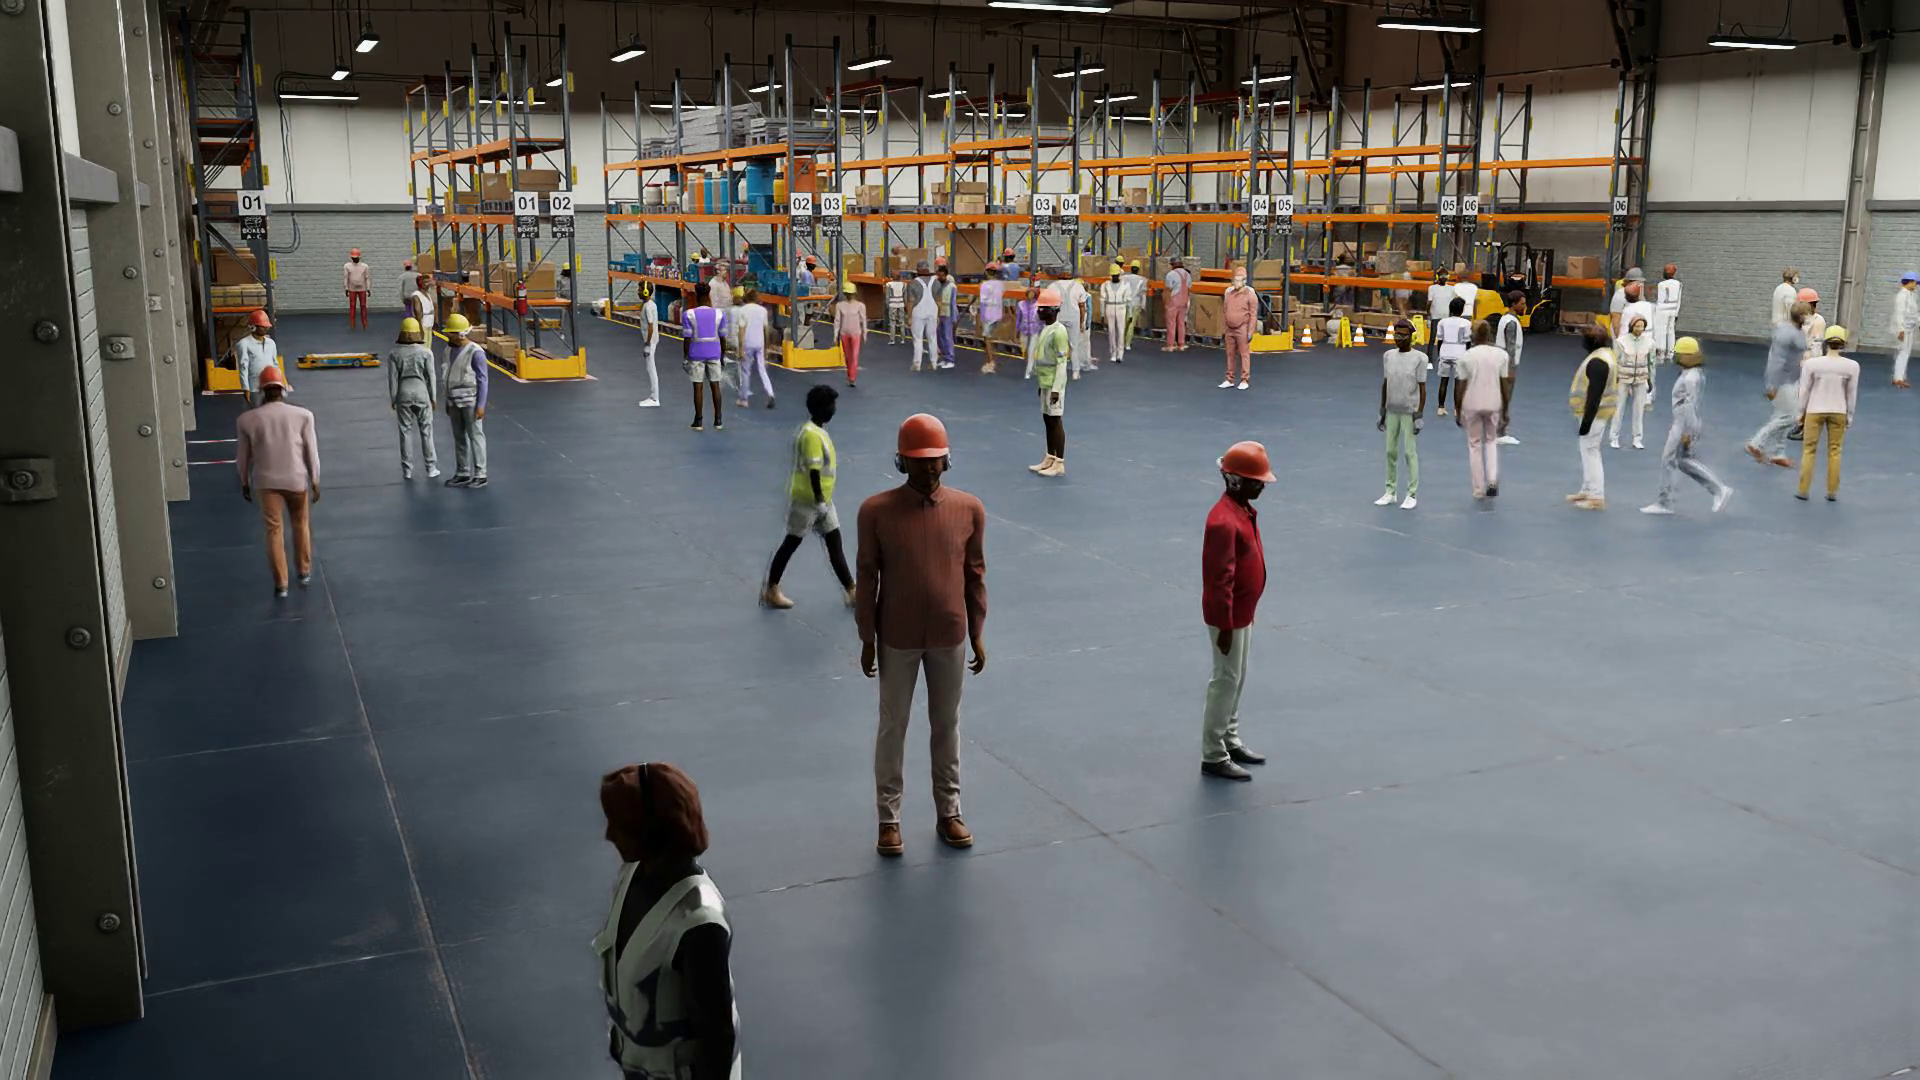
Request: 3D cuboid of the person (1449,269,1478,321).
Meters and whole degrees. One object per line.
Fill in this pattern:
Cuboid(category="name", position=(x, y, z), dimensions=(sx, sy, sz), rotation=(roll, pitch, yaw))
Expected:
Cuboid(category="person", position=(9.765, -4.354, 32.258), dimensions=(0.578, 1.811, 0.934), rotation=(-3, 12, -17))

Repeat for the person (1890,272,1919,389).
Cuboid(category="person", position=(15.611, -3.444, 27.411), dimensions=(0.560, 1.903, 0.698), rotation=(10, 15, 42))

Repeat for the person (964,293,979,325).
Cuboid(category="person", position=(0.371, -6.442, 42.788), dimensions=(0.534, 1.843, 0.502), rotation=(-1, 11, -6))

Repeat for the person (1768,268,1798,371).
Cuboid(category="person", position=(14.121, -3.683, 28.508), dimensions=(0.375, 1.940, 0.627), rotation=(1, 11, 5))

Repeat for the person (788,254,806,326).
Cuboid(category="person", position=(-3.901, -5.831, 39.507), dimensions=(0.401, 1.907, 0.648), rotation=(-11, 15, -43))

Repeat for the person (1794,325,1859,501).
Cuboid(category="person", position=(8.676, -1.268, 16.680), dimensions=(0.527, 1.766, 0.330), rotation=(3, 12, 17))

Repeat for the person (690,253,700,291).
Cuboid(category="person", position=(-7.438, -7.191, 46.805), dimensions=(0.335, 1.757, 0.518), rotation=(6, 13, 27))

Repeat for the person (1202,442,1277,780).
Cuboid(category="person", position=(1.419, 0.356, 8.498), dimensions=(0.353, 1.737, 0.575), rotation=(4, 12, 19))

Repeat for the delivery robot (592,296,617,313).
Cuboid(category="delivery robot", position=(-9.986, -6.620, 46.723), dimensions=(0.477, 0.478, 0.707), rotation=(7, 13, 32))

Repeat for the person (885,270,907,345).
Cuboid(category="person", position=(-1.393, -5.084, 36.392), dimensions=(0.522, 1.640, 0.306), rotation=(-5, 12, -24))

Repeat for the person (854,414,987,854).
Cuboid(category="person", position=(-0.169, 0.421, 7.511), dimensions=(0.612, 1.995, 0.379), rotation=(-3, 12, -16))

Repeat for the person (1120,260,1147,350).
Cuboid(category="person", position=(3.652, -4.965, 35.211), dimensions=(0.614, 1.872, 0.871), rotation=(3, 12, 16))

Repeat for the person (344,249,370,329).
Cuboid(category="person", position=(-14.962, -6.223, 41.298), dimensions=(0.611, 1.985, 0.393), rotation=(-5, 12, -23))

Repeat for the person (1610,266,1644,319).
Cuboid(category="person", position=(13.725, -4.729, 34.213), dimensions=(0.618, 1.799, 0.912), rotation=(5, 12, 25))

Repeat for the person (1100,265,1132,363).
Cuboid(category="person", position=(3.005, -4.356, 32.081), dimensions=(0.594, 1.869, 0.948), rotation=(2, 11, 9))

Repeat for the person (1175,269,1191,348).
Cuboid(category="person", position=(4.754, -4.931, 35.501), dimensions=(0.320, 1.686, 0.539), rotation=(-2, 11, -9))

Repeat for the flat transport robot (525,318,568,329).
Cuboid(category="flat transport robot", position=(-10.385, -5.411, 41.541), dimensions=(0.652, 0.197, 1.431), rotation=(-8, 13, -34))

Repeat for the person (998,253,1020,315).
Cuboid(category="person", position=(1.272, -6.308, 41.952), dimensions=(0.639, 1.902, 0.407), rotation=(9, 14, 39))

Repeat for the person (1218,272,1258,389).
Cuboid(category="person", position=(4.551, -3.430, 27.294), dimensions=(0.643, 1.913, 0.411), rotation=(11, 16, 44))

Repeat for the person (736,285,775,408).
Cuboid(category="person", position=(-3.047, -2.837, 24.511), dimensions=(0.531, 1.825, 0.770), rotation=(-8, 14, -36))

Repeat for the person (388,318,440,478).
Cuboid(category="person", position=(-5.970, -1.552, 18.177), dimensions=(0.492, 1.742, 0.324), rotation=(-2, 11, -11))

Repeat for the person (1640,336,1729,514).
Cuboid(category="person", position=(6.949, -1.080, 15.823), dimensions=(0.699, 1.717, 0.491), rotation=(5, 12, 23))

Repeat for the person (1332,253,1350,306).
Cuboid(category="person", position=(9.789, -6.408, 42.616), dimensions=(0.520, 1.851, 0.628), rotation=(-4, 12, -20))

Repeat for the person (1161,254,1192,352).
Cuboid(category="person", position=(4.482, -4.958, 34.727), dimensions=(0.684, 2.000, 0.535), rotation=(-10, 15, -41))

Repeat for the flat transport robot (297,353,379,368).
Cuboid(category="flat transport robot", position=(-11.674, -3.384, 31.243), dimensions=(1.431, 0.197, 0.652), rotation=(-4, 12, -20))

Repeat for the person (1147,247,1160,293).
Cuboid(category="person", position=(4.876, -6.449, 42.342), dimensions=(0.419, 2.034, 0.604), rotation=(-3, 12, -17))

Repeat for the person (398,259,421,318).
Cuboid(category="person", position=(-13.487, -6.015, 40.858), dimensions=(0.575, 1.736, 0.491), rotation=(-5, 12, -24))

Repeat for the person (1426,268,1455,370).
Cuboid(category="person", position=(8.860, -4.078, 30.690), dimensions=(0.513, 1.872, 0.328), rotation=(0, 11, -2))

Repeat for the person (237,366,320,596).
Cuboid(category="person", position=(-5.215, -0.472, 12.755), dimensions=(0.587, 1.708, 0.844), rotation=(-4, 12, -20))

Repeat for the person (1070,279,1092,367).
Cuboid(category="person", position=(2.306, -4.093, 31.358), dimensions=(0.306, 1.639, 0.523), rotation=(-6, 13, -30))

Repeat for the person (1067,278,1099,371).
Cuboid(category="person", position=(2.076, -3.940, 30.422), dimensions=(0.885, 1.702, 0.505), rotation=(2, 11, 11))

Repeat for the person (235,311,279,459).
Cuboid(category="person", position=(-8.188, -1.814, 19.511), dimensions=(0.350, 1.743, 0.564), rotation=(5, 12, 24))

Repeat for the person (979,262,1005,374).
Cuboid(category="person", position=(0.561, -3.994, 29.941), dimensions=(0.508, 2.000, 0.634), rotation=(10, 15, 41))

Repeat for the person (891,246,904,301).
Cuboid(category="person", position=(-1.922, -8.113, 51.196), dimensions=(0.463, 1.869, 0.572), rotation=(3, 12, 14))
